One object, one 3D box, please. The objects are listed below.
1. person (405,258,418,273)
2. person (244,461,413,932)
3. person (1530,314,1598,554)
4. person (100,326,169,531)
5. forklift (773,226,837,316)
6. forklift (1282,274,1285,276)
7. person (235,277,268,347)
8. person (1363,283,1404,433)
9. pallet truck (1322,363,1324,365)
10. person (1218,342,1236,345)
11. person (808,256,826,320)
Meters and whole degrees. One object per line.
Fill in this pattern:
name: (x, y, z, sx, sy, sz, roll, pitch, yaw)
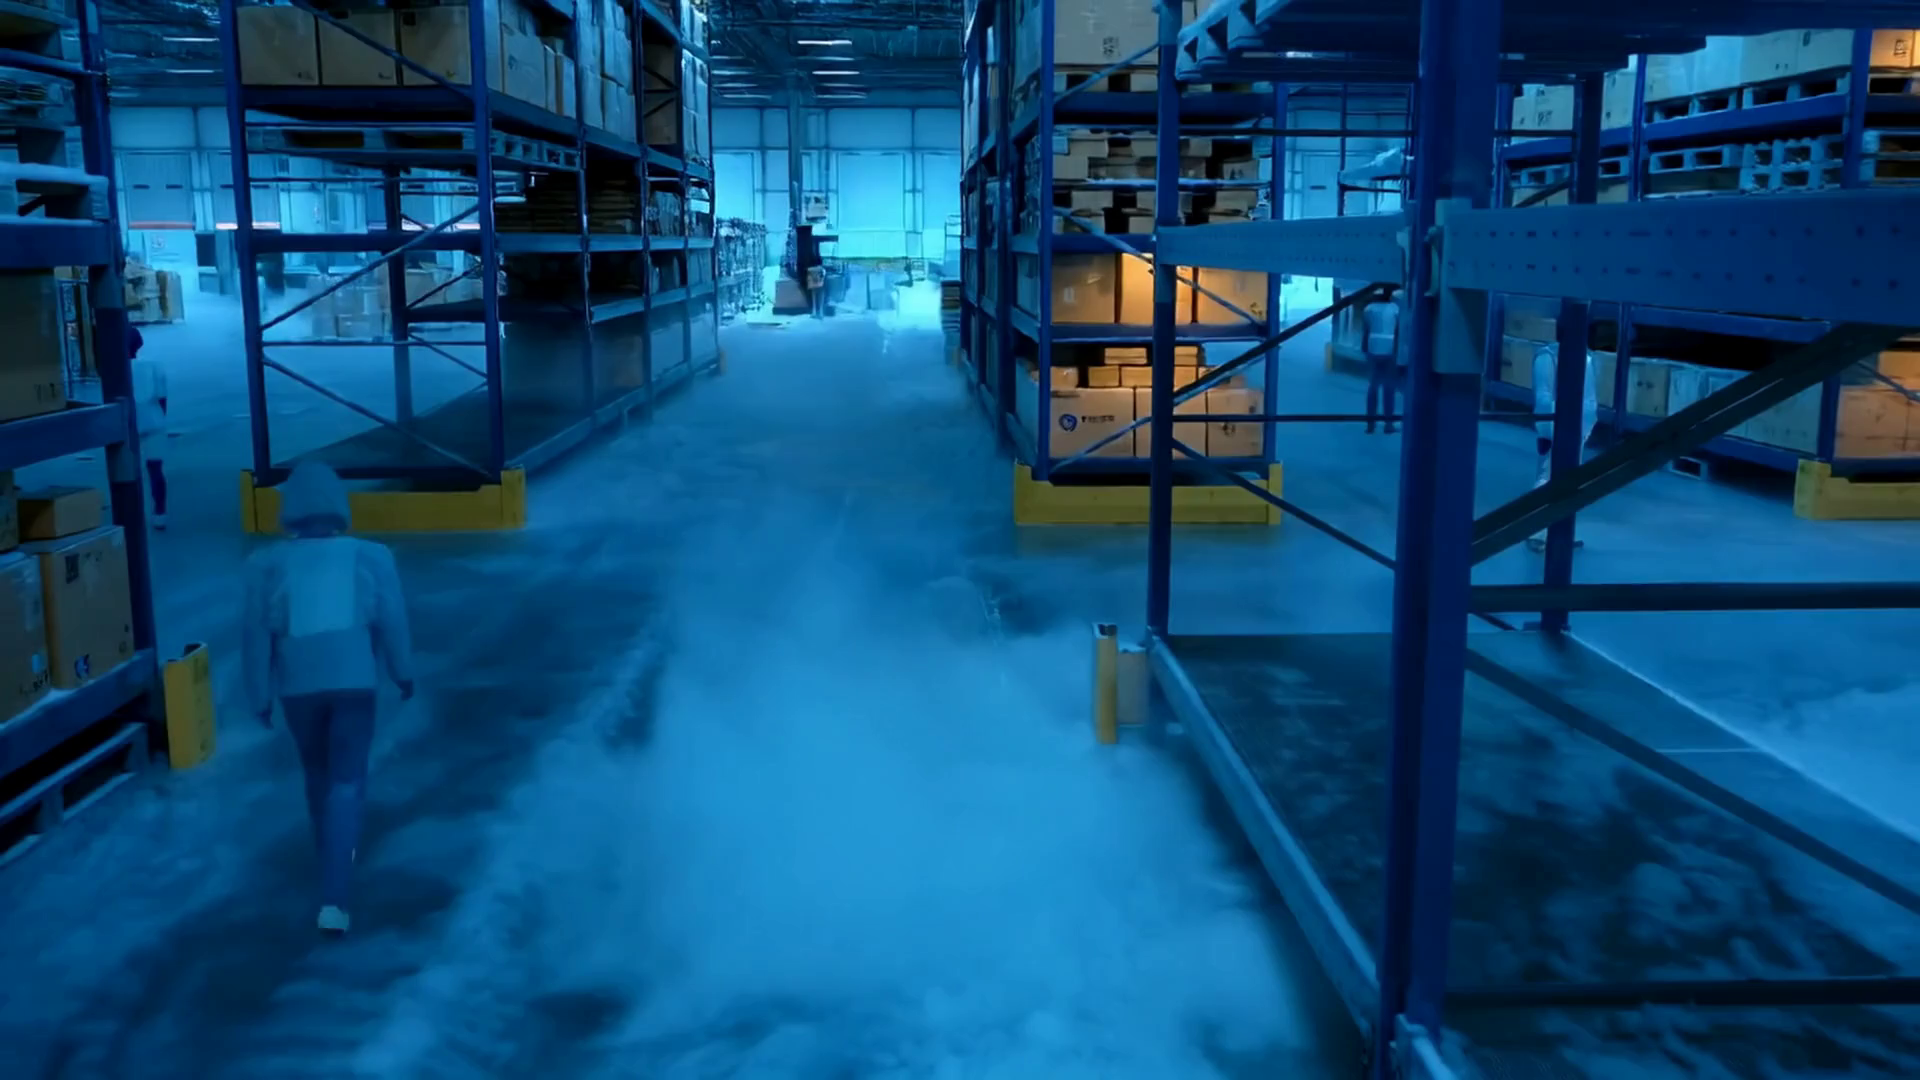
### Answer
person: (-15.782, -7.167, 47.884, 0.402, 1.861, 0.501, 5, 11, 27)
person: (-2.202, 0.525, 5.784, 0.503, 1.593, 0.840, -1, 10, -4)
person: (4.556, -0.811, 12.532, 0.633, 1.841, 0.429, -9, 13, -40)
person: (-6.762, -0.918, 13.643, 0.538, 1.659, 0.832, -9, 13, -40)
forklift: (-4.855, -8.421, 52.035, 1.873, 2.768, 1.129, 1, 10, 5)
forklift: (12.269, -10.158, 61.708, 1.129, 2.768, 1.873, 0, 10, -2)
person: (-15.789, -5.240, 37.110, 1.020, 1.874, 0.563, 8, 13, 37)
person: (5.215, -2.266, 20.430, 0.372, 1.915, 0.596, -9, 13, -40)
pallet truck: (7.712, -4.157, 30.737, 1.885, 1.965, 0.823, 3, 11, 16)
person: (6.100, -5.370, 37.868, 0.518, 1.865, 0.323, -6, 12, -31)
person: (-4.272, -7.519, 49.726, 0.588, 1.910, 0.388, -6, 12, -30)
